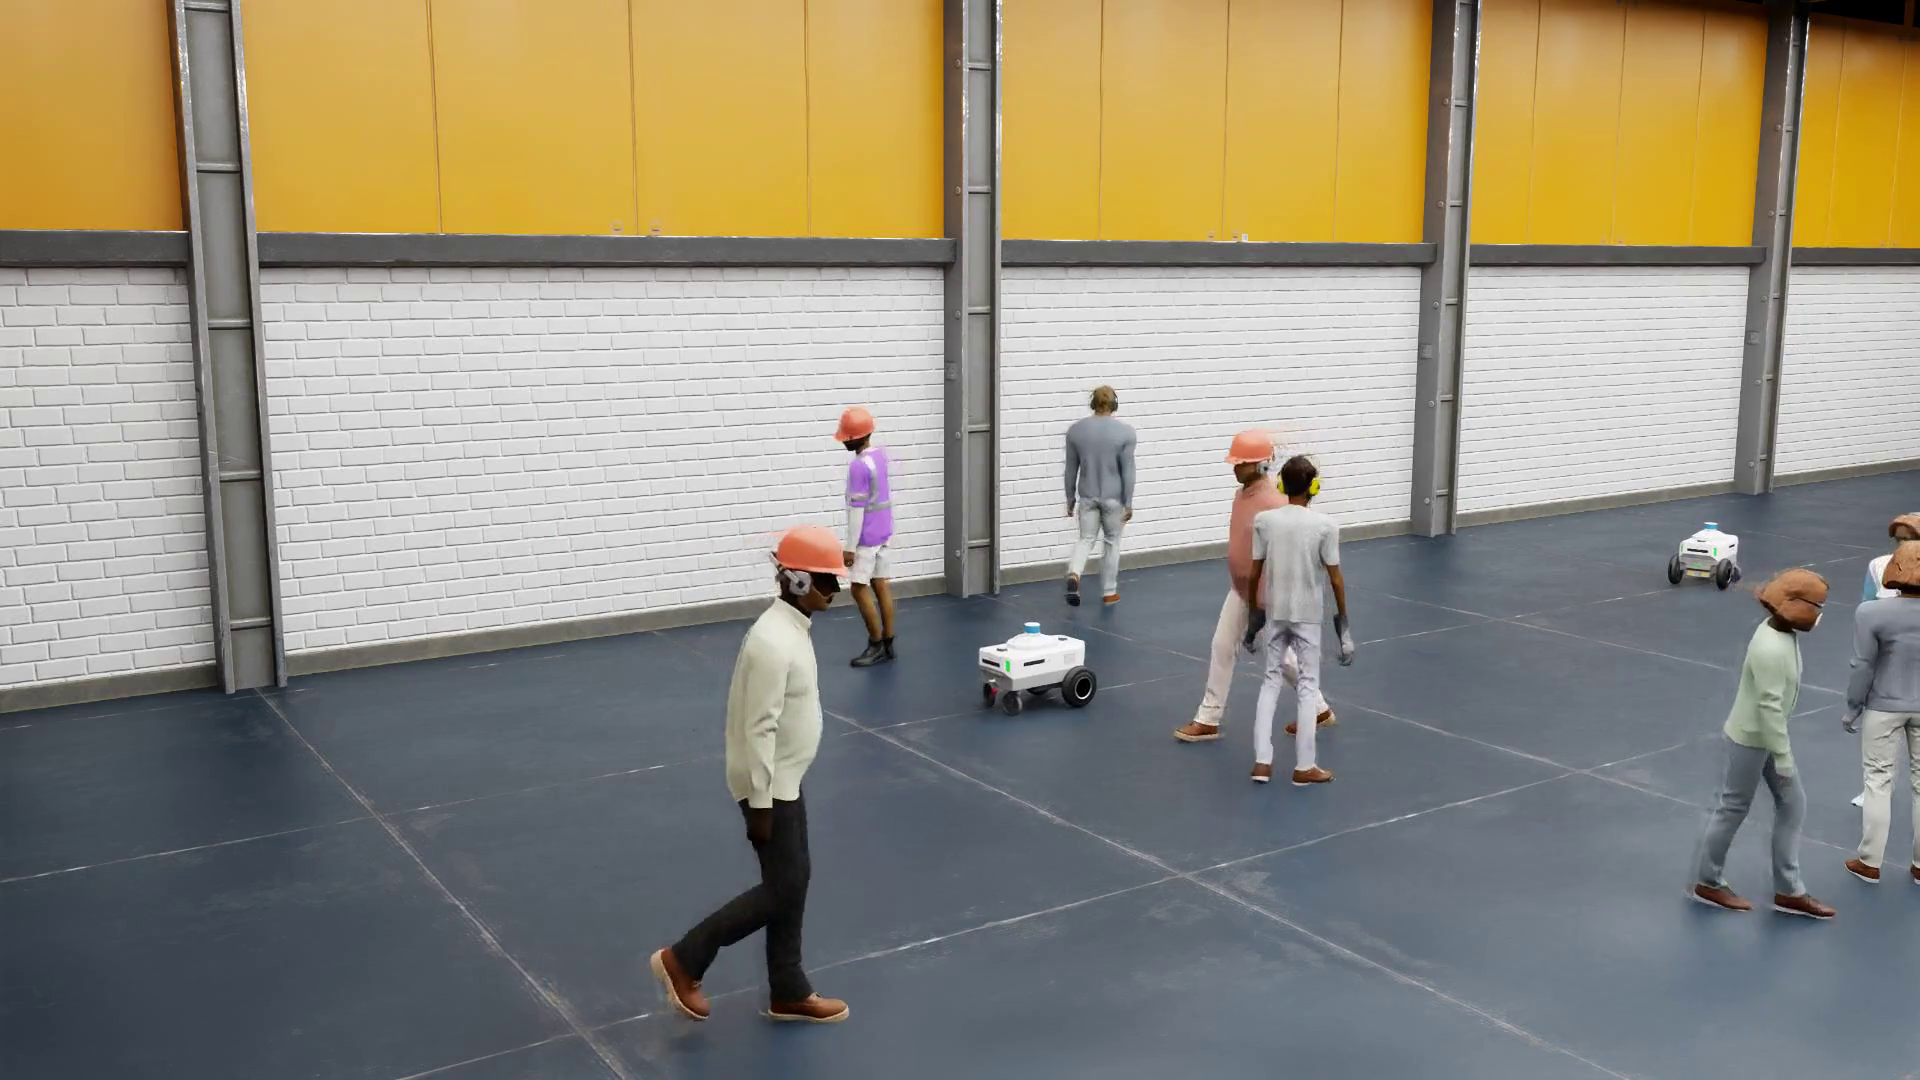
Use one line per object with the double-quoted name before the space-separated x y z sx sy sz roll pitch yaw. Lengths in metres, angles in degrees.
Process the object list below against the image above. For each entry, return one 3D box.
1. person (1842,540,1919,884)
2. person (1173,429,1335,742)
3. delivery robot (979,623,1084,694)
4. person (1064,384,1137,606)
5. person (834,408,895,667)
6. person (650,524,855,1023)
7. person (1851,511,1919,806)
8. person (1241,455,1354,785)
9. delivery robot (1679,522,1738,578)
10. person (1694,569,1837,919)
"person" 4.438 0.813 7.833 0.507 1.631 0.266 2 10 11
"person" 1.855 0.287 10.107 0.984 1.949 0.639 -3 10 -16
"delivery robot" 0.474 0.788 10.944 0.707 0.478 0.477 -7 12 -37
"person" 1.157 -0.350 14.014 0.635 1.916 0.746 4 10 23
"person" -0.663 -0.031 12.145 0.348 1.899 0.701 2 10 15
"person" -0.751 0.909 6.285 0.707 1.961 0.624 0 9 -1
"person" 5.153 0.635 8.988 0.644 1.614 0.524 -6 11 -34
"person" 1.873 0.468 9.280 0.649 1.863 0.436 6 11 34
"delivery robot" 6.844 0.082 15.200 0.477 0.478 0.707 8 12 39
"person" 3.621 0.907 7.340 0.686 1.594 0.521 7 12 36
